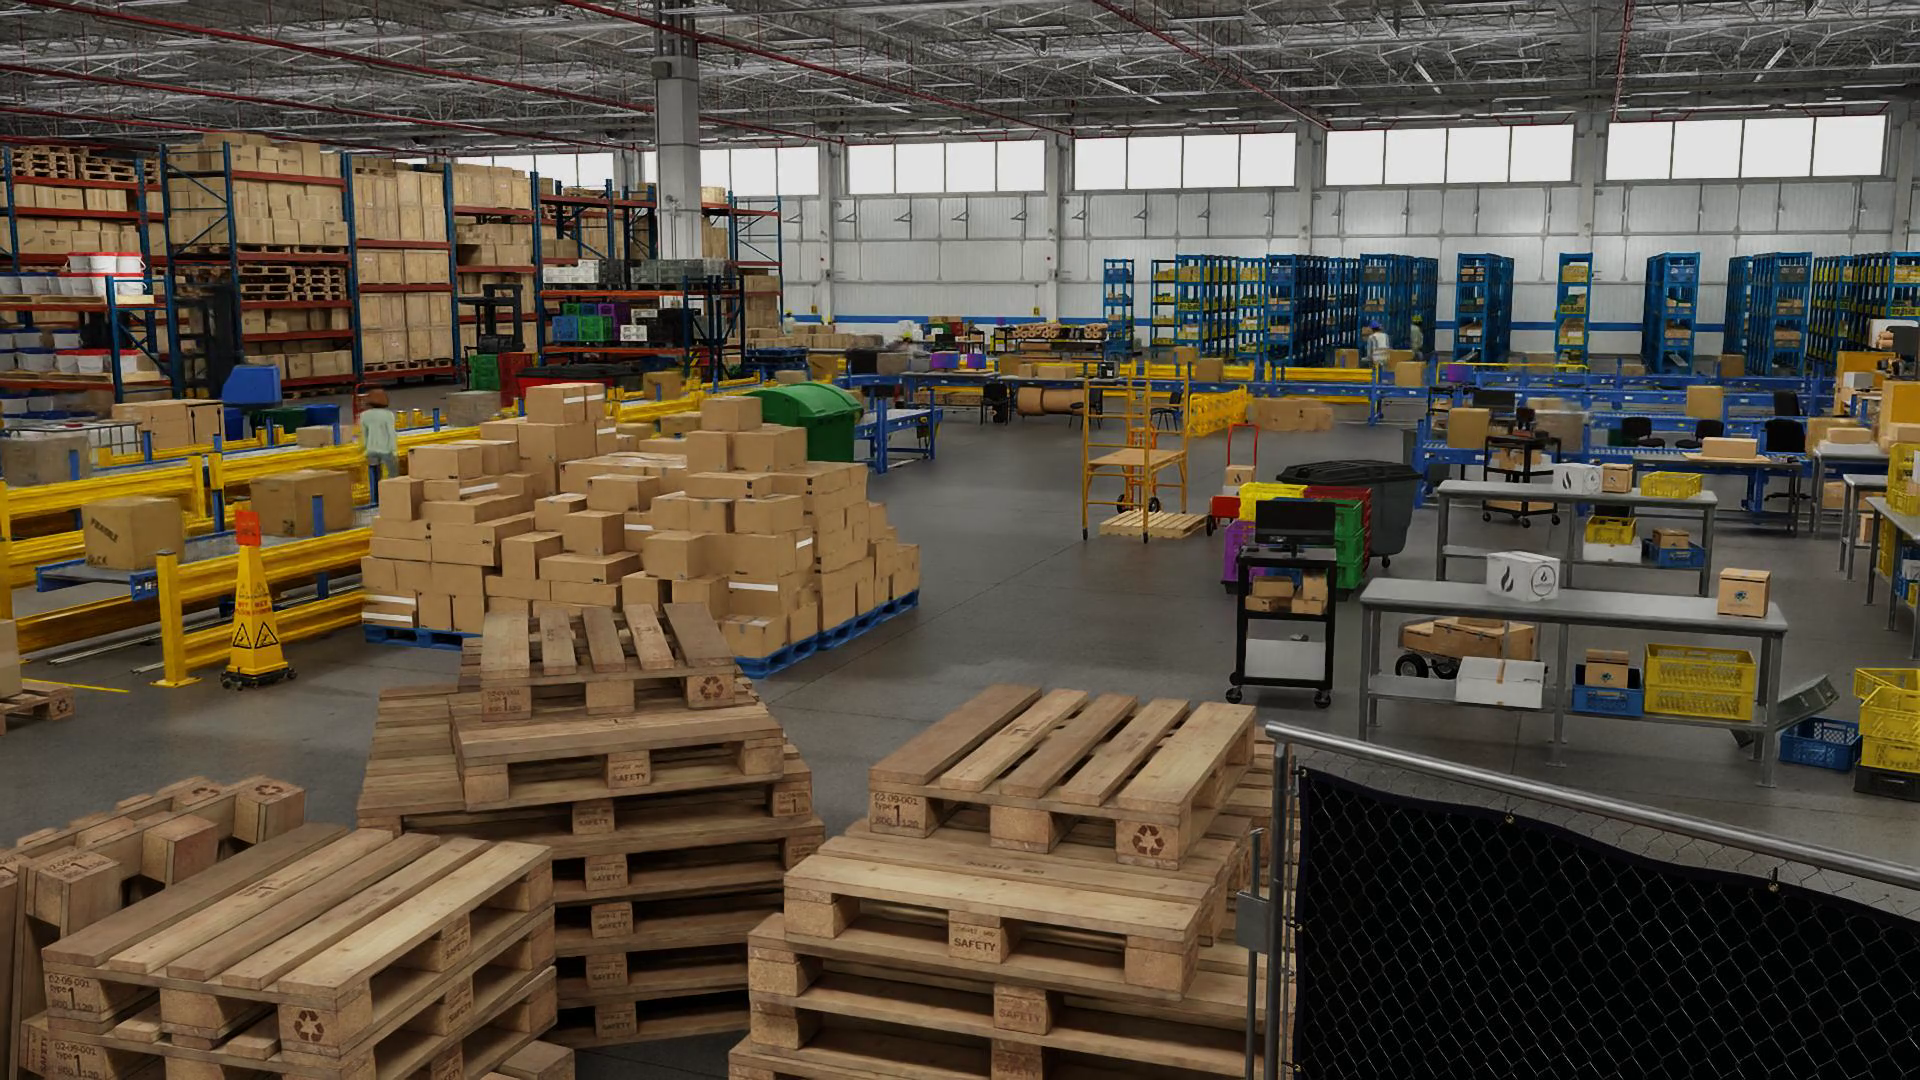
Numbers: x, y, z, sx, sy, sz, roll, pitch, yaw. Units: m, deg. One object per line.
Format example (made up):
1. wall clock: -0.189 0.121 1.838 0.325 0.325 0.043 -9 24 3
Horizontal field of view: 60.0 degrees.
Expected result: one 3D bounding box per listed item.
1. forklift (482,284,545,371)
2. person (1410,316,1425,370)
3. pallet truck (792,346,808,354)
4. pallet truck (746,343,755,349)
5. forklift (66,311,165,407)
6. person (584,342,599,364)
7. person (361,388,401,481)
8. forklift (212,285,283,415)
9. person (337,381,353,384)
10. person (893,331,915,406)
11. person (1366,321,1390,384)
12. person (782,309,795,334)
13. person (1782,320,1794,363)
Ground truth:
1. forklift: -10.832 -4.702 39.610 1.129 2.768 1.873 3 10 20
2. person: 14.061 -6.040 51.451 0.921 1.799 0.599 1 9 9
3. pallet truck: -3.705 -4.298 42.022 0.653 1.274 1.630 3 10 20
4. pallet truck: -6.183 -4.618 44.264 1.601 1.201 0.680 -9 12 -43
5. forklift: -18.763 -4.271 36.903 1.873 2.768 1.129 3 10 19
6. person: -11.144 -5.797 50.303 0.544 1.649 0.880 2 9 11
7. person: -7.286 -1.109 20.969 0.522 1.617 0.352 3 9 16
8. forklift: -15.621 -4.056 35.556 1.873 2.768 1.129 -2 9 -13
9. person: -17.227 -5.299 46.310 0.546 1.939 0.375 -1 9 -4
10. person: -1.177 -3.950 38.491 0.851 1.725 0.550 2 9 10
11. person: 10.527 -4.556 41.817 0.616 1.895 0.941 -6 11 -32
12. person: -6.561 -7.970 63.667 0.525 1.752 0.563 4 10 24
13. person: 23.406 -5.374 47.060 0.389 1.848 0.567 0 9 1
